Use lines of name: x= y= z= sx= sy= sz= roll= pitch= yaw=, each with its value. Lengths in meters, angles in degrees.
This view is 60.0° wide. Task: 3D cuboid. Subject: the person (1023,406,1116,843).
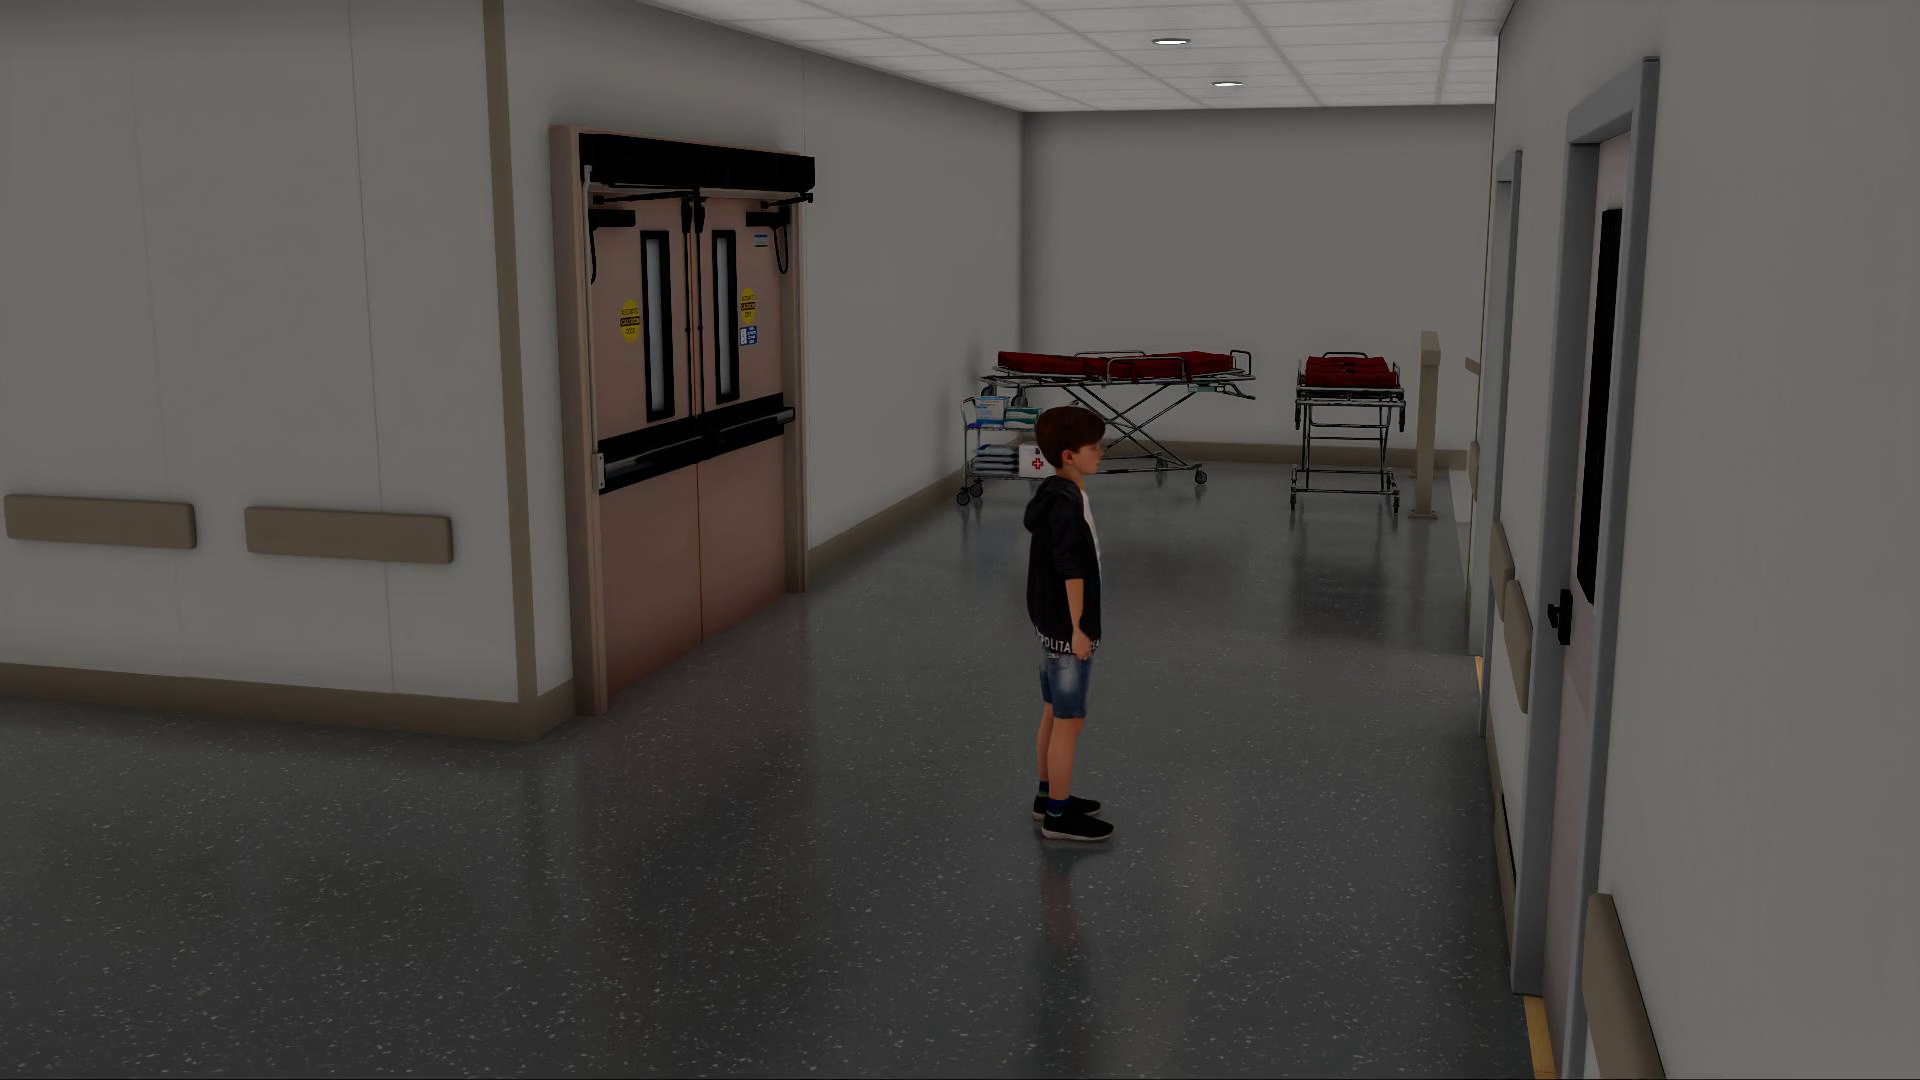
person: x=0.361 y=0.268 z=5.579 sx=0.662 sy=1.447 sz=0.553 roll=-1 pitch=11 yaw=-5
